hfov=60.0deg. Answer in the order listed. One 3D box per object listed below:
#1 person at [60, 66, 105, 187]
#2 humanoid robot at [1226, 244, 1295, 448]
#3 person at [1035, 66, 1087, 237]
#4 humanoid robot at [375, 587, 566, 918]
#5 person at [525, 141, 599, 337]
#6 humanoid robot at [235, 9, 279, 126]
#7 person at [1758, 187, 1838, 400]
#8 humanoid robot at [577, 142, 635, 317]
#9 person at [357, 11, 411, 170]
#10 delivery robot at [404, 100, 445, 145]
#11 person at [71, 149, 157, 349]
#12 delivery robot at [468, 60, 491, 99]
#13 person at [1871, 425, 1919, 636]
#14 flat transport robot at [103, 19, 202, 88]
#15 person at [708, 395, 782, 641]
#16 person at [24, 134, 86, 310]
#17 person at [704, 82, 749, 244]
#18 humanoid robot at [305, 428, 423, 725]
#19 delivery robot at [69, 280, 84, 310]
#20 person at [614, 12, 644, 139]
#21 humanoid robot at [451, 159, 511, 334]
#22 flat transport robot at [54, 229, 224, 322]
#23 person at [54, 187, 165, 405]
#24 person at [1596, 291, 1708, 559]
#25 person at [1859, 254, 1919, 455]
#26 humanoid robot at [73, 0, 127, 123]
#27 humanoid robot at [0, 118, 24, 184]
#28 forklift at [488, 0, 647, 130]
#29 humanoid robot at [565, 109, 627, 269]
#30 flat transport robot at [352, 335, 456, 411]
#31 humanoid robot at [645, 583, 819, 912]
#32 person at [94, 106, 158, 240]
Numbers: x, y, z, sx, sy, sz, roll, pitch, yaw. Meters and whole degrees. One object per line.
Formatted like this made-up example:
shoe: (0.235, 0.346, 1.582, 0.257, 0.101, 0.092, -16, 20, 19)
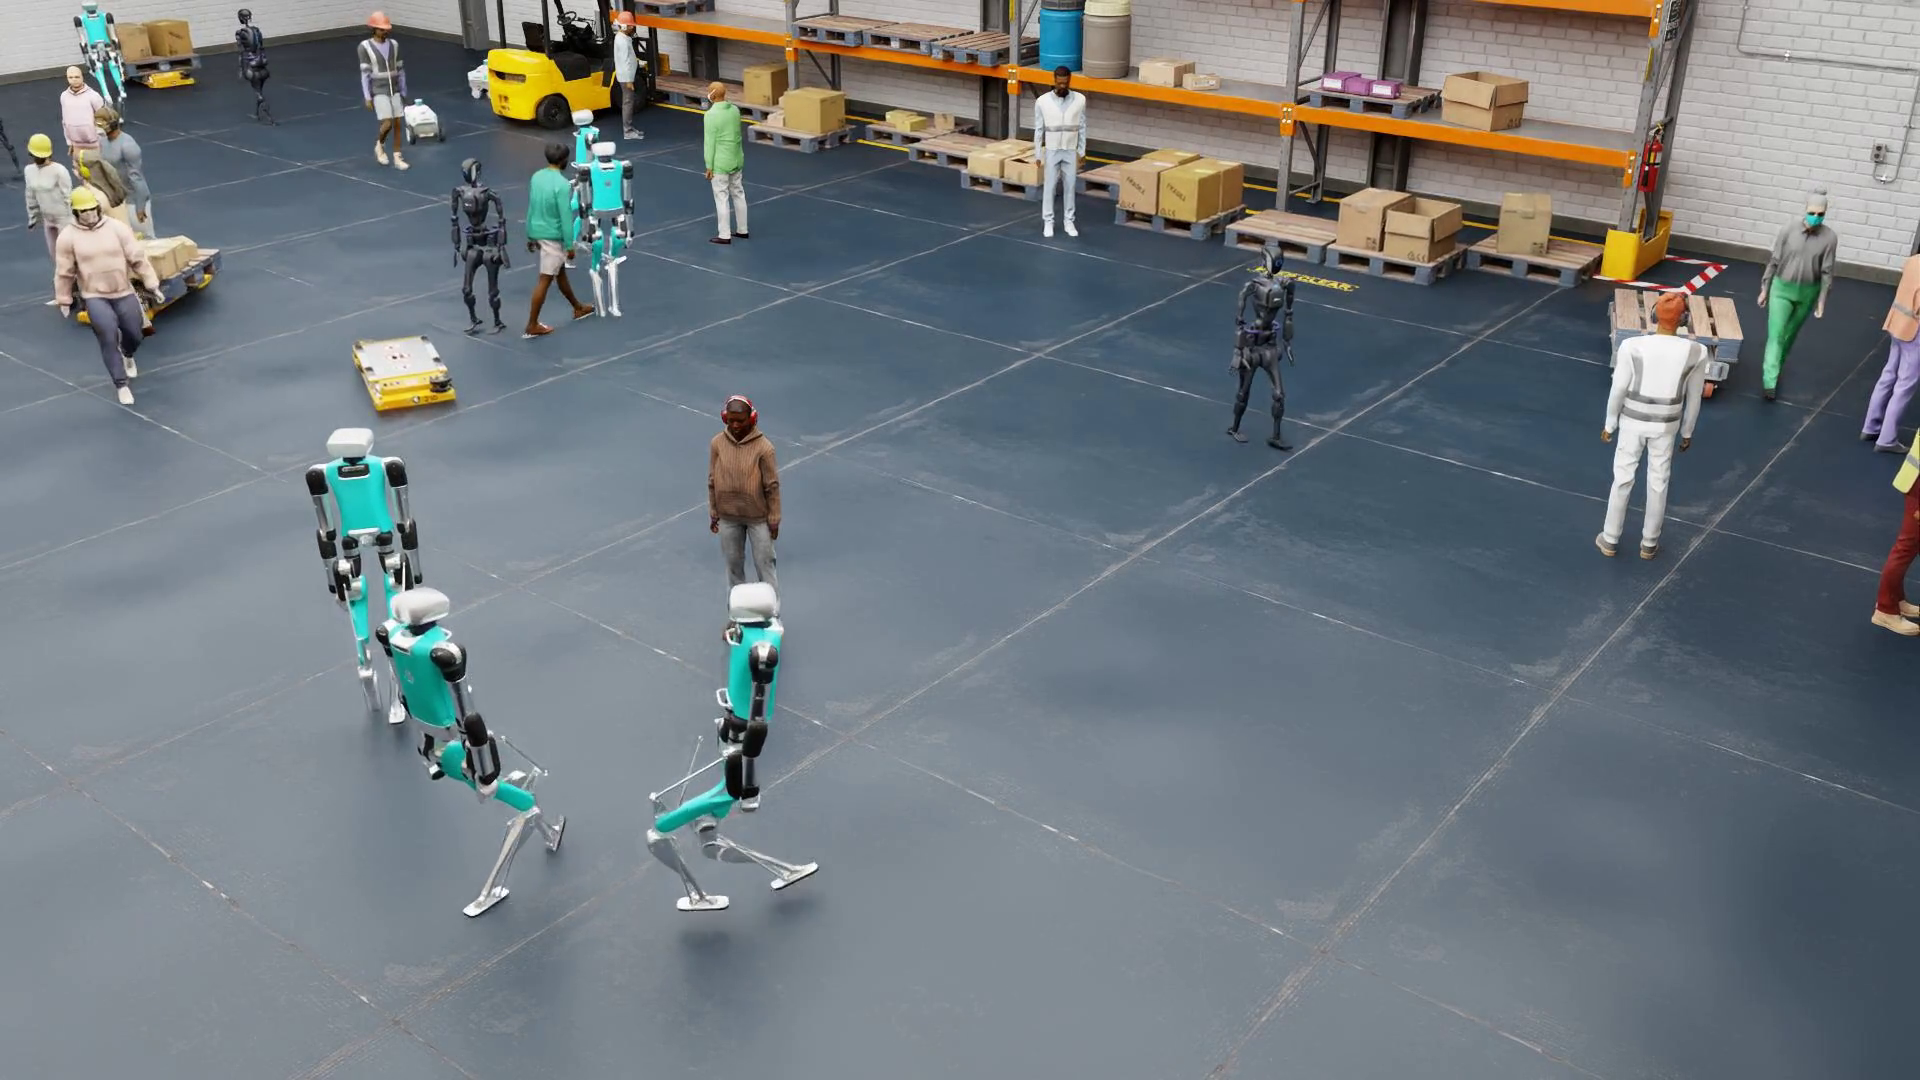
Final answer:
person: (-10.123, -4.604, 19.361, 0.534, 1.783, 0.399, 0, 26, 1)
humanoid robot: (2.394, -1.515, 13.099, 0.583, 1.638, 0.604, -13, 29, -25)
person: (1.133, -4.388, 18.777, 0.597, 1.910, 0.403, -5, 26, -10)
humanoid robot: (-2.205, 0.944, 7.981, 0.551, 1.811, 0.914, 18, 31, 32)
person: (-3.855, -2.865, 15.778, 0.526, 1.776, 0.941, 22, 34, 38)
humanoid robot: (-10.362, -6.897, 24.260, 0.695, 1.635, 0.591, 8, 27, 16)
person: (7.167, -2.146, 14.265, 0.524, 1.794, 0.988, 8, 27, 16)
humanoid robot: (-3.445, -2.969, 16.120, 0.540, 1.854, 0.760, -11, 28, -22)
person: (-7.445, -5.818, 21.598, 0.460, 2.026, 0.637, 19, 32, 35)
delivery robot: (-7.593, -5.897, 23.462, 0.499, 0.601, 0.796, -12, 28, -24)
person: (-7.777, -2.640, 15.202, 0.485, 1.866, 0.604, 1, 26, 2)
delivery robot: (-7.467, -7.316, 26.382, 0.514, 0.585, 0.732, 7, 27, 15)
person: (6.060, -0.282, 10.432, 0.378, 1.767, 0.467, 19, 31, 33)
flat transport robot: (-13.269, -7.672, 27.460, 0.659, 0.231, 1.431, -23, 34, -38)
person: (-1.315, -0.134, 10.265, 0.462, 1.648, 0.327, 6, 26, 12)
person: (-8.897, -3.128, 16.351, 0.648, 1.741, 0.317, 10, 28, 20)
person: (-2.623, -4.201, 18.546, 0.388, 1.776, 0.539, 18, 31, 32)
humanoid robot: (-3.270, 0.331, 9.250, 0.539, 1.823, 0.738, -6, 26, -12)
delivery robot: (-8.570, -2.529, 16.467, 0.499, 0.585, 0.777, -21, 33, -36)
person: (-4.666, -6.540, 23.425, 0.351, 1.739, 0.572, -6, 26, -12)
humanoid robot: (-4.502, -2.750, 15.644, 0.601, 1.658, 0.340, 6, 27, 13)
flat transport robot: (-8.188, -2.486, 16.719, 0.659, 0.231, 1.431, 2, 26, 4)
person: (-7.250, -2.117, 14.146, 0.803, 1.843, 0.687, -17, 31, -32)
person: (4.683, -0.768, 11.305, 0.583, 1.881, 0.341, 6, 26, 12)
person: (7.458, -1.575, 13.027, 0.378, 1.838, 0.564, 0, 26, 0)
humanoid robot: (-12.359, -6.805, 24.103, 0.546, 1.892, 0.782, -15, 30, -28)
humanoid robot: (-12.211, -5.339, 21.030, 0.687, 1.633, 0.603, -13, 28, -24)
forklift: (-5.874, -7.334, 24.552, 1.214, 2.155, 2.313, 19, 32, 34)
humanoid robot: (-4.033, -3.564, 17.252, 1.009, 1.734, 0.542, -9, 27, -18)
flat transport robot: (-4.921, -1.492, 14.661, 0.659, 0.231, 1.431, -12, 28, -23)
humanoid robot: (-1.147, 1.039, 7.730, 0.941, 1.741, 0.541, -6, 27, -13)
person: (-8.308, -3.375, 16.665, 0.627, 1.933, 0.373, 19, 32, 34)
